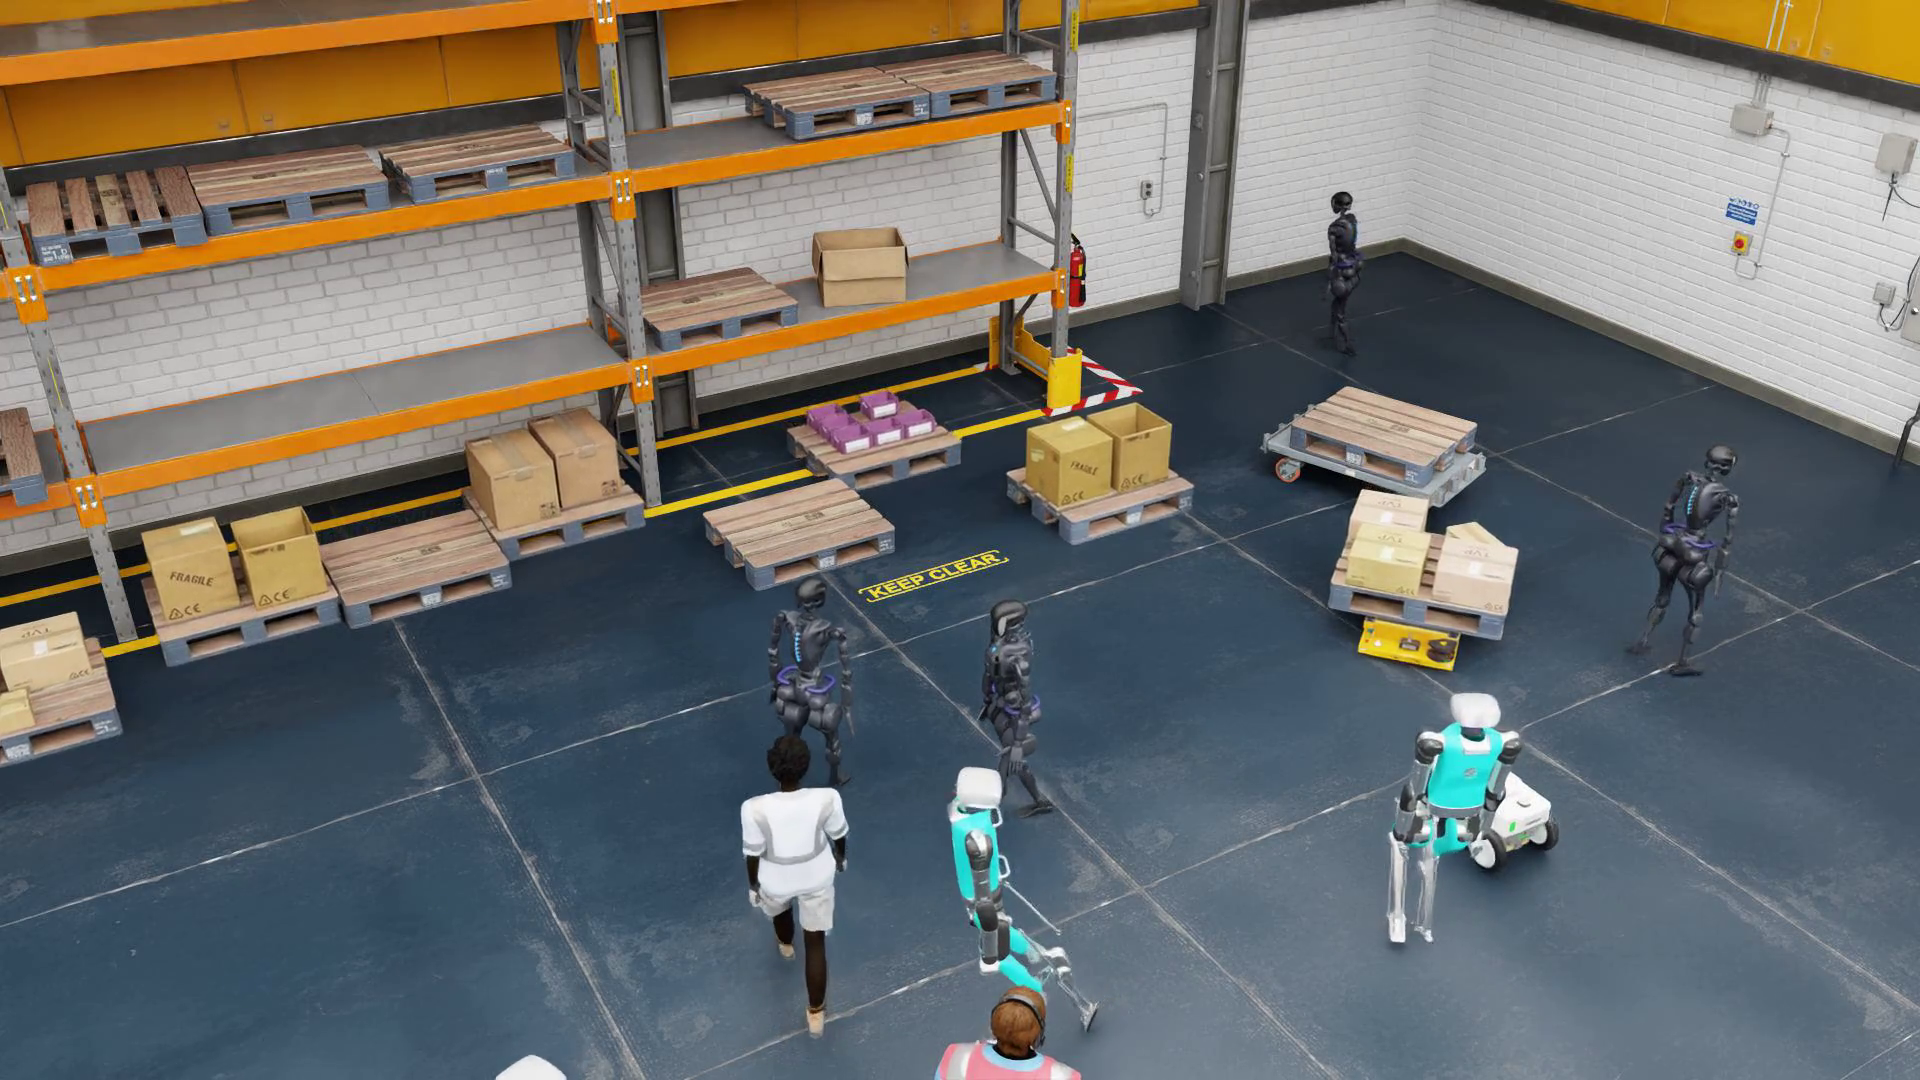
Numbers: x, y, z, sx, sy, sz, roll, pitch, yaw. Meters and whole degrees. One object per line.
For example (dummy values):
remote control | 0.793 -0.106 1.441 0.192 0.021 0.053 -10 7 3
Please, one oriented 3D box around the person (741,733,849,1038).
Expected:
person | -0.834 1.703 8.553 0.543 1.645 0.887 -5 30 -8

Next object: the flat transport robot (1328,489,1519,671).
flat transport robot | 3.363 0.466 12.150 0.659 0.231 1.431 11 31 19

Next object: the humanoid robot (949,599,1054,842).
humanoid robot | 0.241 1.042 9.730 0.751 1.624 0.587 -12 31 -20

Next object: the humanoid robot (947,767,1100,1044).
humanoid robot | 0.398 1.862 8.210 0.920 1.791 0.539 -4 30 -7

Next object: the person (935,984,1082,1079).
person | 0.213 2.566 6.848 0.629 1.837 0.432 7 30 13

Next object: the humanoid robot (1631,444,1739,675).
humanoid robot | 4.980 0.110 11.357 0.386 1.636 0.638 -14 32 -23

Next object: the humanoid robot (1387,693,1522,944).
humanoid robot | 2.534 1.452 8.895 0.539 1.775 0.756 -1 29 -3

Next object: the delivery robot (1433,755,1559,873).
delivery robot | 3.158 1.570 9.906 0.516 0.596 0.768 -15 33 -24

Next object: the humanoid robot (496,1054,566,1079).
humanoid robot | -1.471 2.663 6.788 0.556 1.760 0.951 16 33 25

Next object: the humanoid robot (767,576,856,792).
humanoid robot | -0.923 0.960 9.912 0.608 1.646 0.772 13 32 22

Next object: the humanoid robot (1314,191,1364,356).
humanoid robot | 3.693 -2.588 16.140 0.512 1.640 0.593 19 35 30
